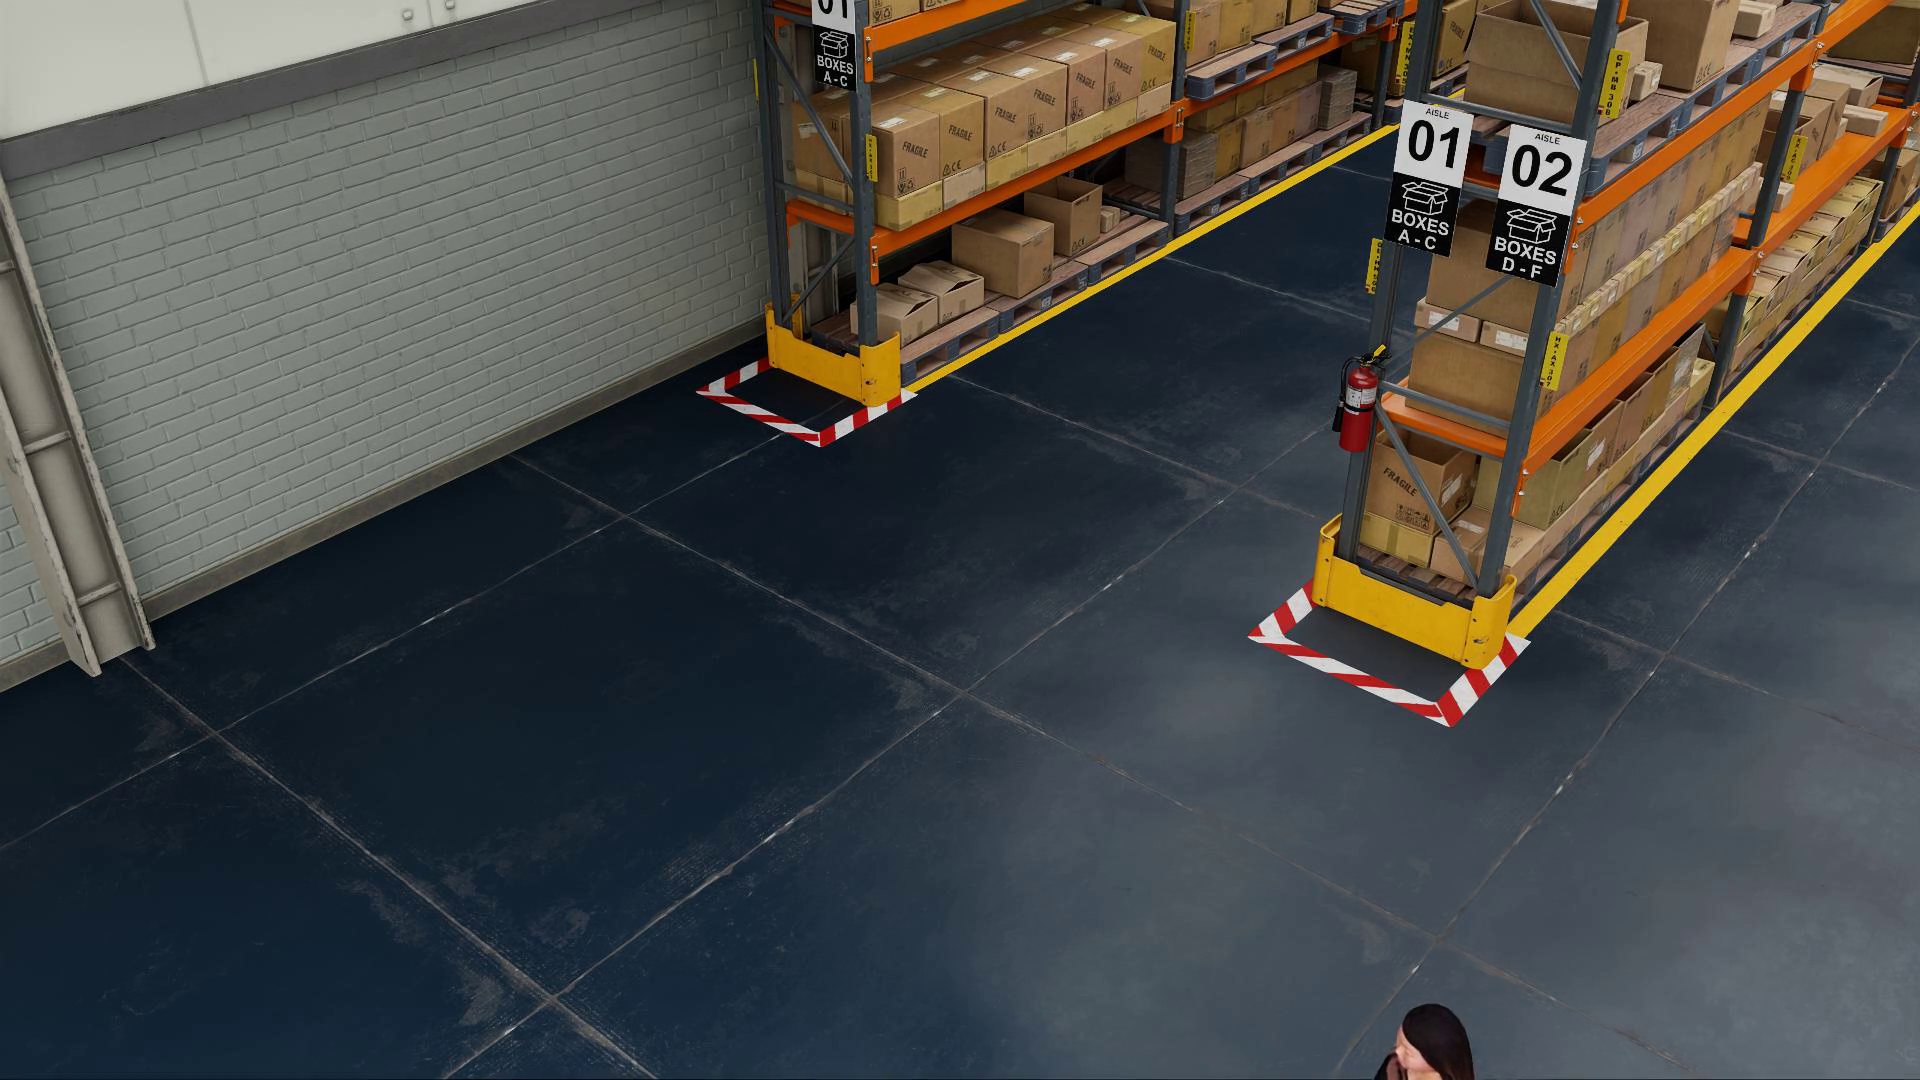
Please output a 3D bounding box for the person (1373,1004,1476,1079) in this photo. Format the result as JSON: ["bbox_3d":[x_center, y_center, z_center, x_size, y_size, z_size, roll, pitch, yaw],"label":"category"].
[{"bbox_3d":[1.729,2.274,6.019,1.173,1.666,1.106,-2,33,-4],"label":"person"}]
